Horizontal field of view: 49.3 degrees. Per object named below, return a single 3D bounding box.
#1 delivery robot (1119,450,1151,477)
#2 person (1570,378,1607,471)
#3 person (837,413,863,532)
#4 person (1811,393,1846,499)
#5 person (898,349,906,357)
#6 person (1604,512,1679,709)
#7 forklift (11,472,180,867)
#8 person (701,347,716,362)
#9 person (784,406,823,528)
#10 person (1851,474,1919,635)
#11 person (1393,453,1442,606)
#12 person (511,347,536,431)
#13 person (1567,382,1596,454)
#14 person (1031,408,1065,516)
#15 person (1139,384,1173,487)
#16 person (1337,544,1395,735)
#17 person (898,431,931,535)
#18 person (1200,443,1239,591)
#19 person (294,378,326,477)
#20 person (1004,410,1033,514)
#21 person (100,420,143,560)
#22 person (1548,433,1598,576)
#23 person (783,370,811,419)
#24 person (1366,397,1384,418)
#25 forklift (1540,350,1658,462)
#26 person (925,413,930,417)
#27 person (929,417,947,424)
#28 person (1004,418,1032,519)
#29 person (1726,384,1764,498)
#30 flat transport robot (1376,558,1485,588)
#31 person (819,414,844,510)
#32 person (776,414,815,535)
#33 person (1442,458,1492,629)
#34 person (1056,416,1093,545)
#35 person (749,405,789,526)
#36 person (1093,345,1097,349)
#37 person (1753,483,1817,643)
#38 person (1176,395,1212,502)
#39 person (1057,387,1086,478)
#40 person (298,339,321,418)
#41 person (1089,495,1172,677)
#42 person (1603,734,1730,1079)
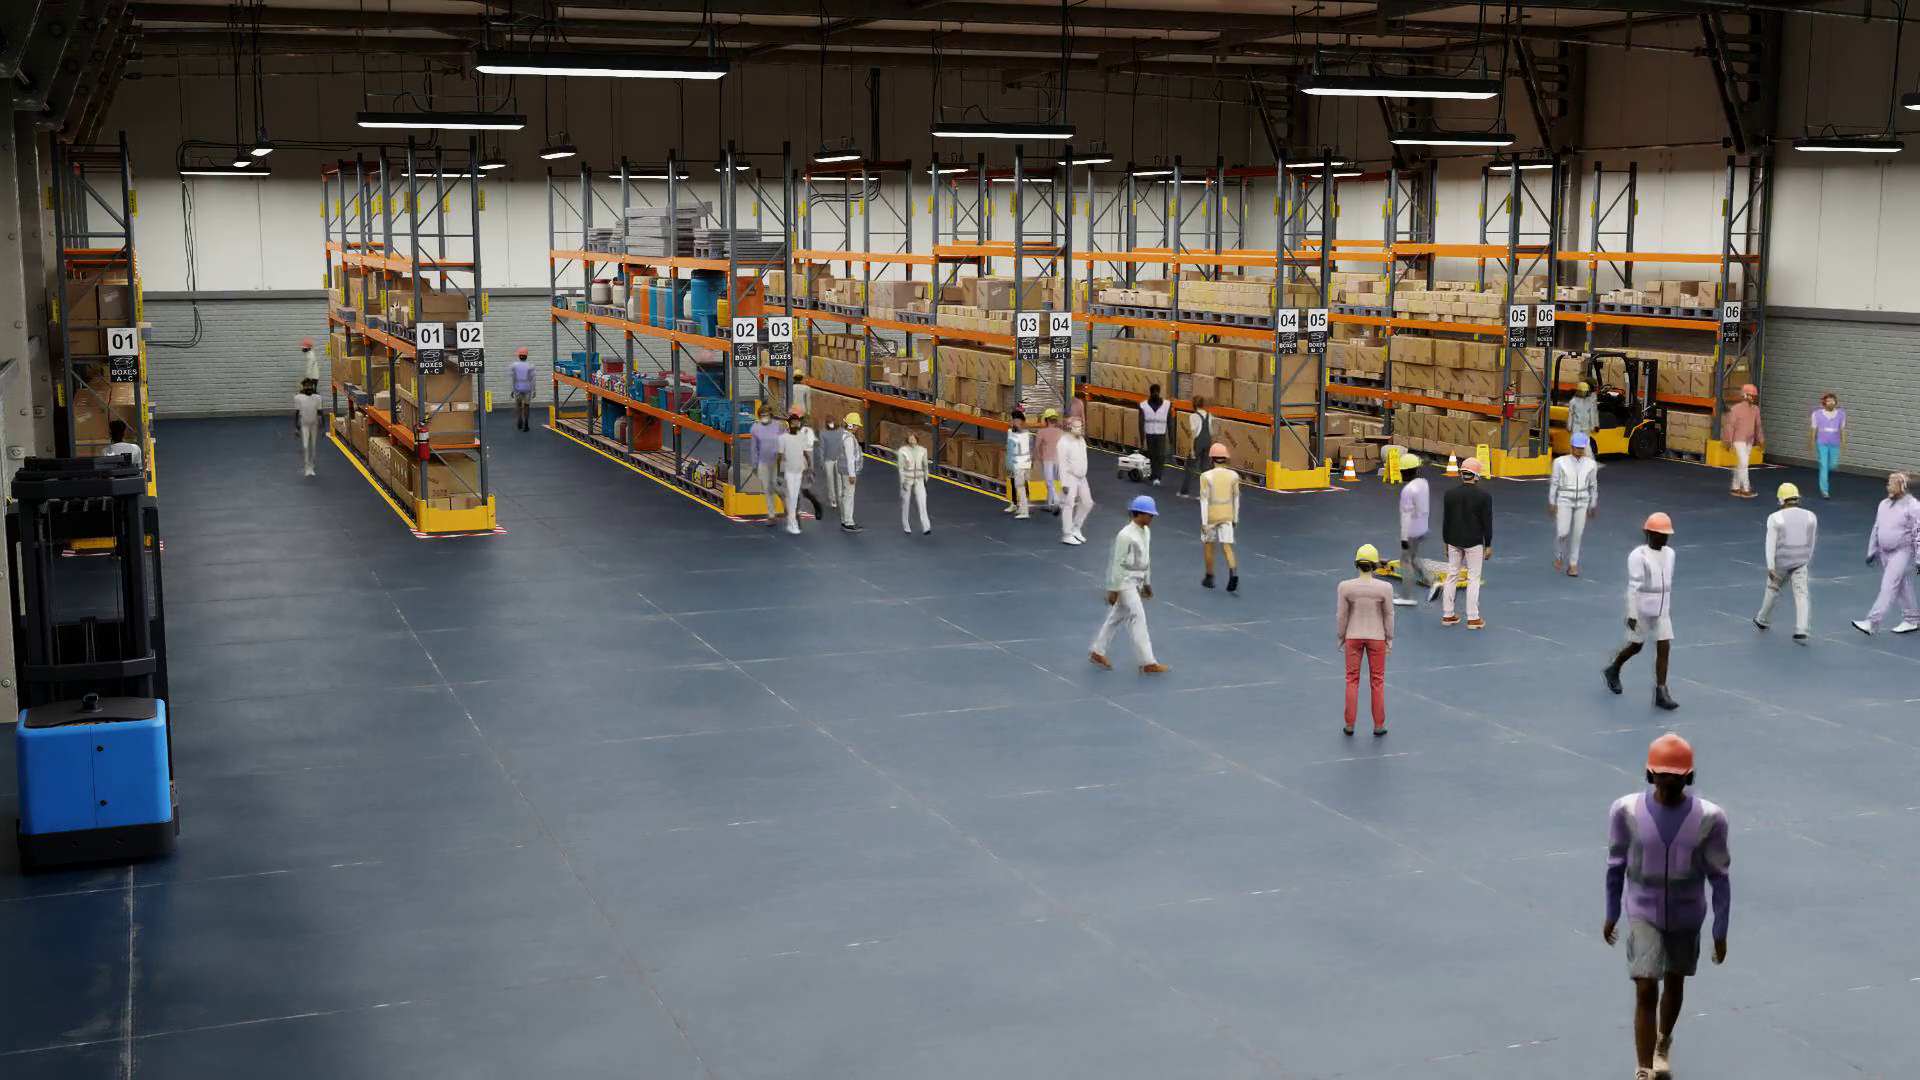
[{"bbox_3d":[3.259,-1.411,38.679,0.477,0.478,0.707,-7,11,-38],"label":"delivery robot"},{"bbox_3d":[12.009,-2.202,39.997,0.934,1.794,0.635,8,12,44],"label":"person"},{"bbox_3d":[-1.689,-1.051,32.248,0.404,1.821,0.592,-2,9,-11],"label":"person"},{"bbox_3d":[14.983,-1.646,36.193,0.580,1.824,0.630,0,9,2],"label":"person"},{"bbox_3d":[-1.360,-3.683,49.981,0.618,1.778,0.860,2,9,15],"label":"person"},{"bbox_3d":[6.740,0.654,20.604,0.560,1.914,0.884,-4,9,-22],"label":"person"},{"bbox_3d":[-6.630,0.886,15.957,1.129,2.768,1.873,-3,9,-21],"label":"forklift"},{"bbox_3d":[-6.179,-4.035,51.892,0.435,1.890,0.677,-1,9,-8],"label":"person"},{"bbox_3d":[-2.448,-1.137,32.510,0.562,1.913,0.695,4,10,26],"label":"person"},{"bbox_3d":[10.626,0.169,23.964,0.997,1.855,0.673,-2,9,-13],"label":"person"},{"bbox_3d":[5.612,-0.120,25.753,0.535,1.902,0.610,7,11,38],"label":"person"},{"bbox_3d":[-9.989,-3.458,47.971,0.561,1.916,0.522,0,9,-3],"label":"person"},{"bbox_3d":[11.815,-2.130,39.747,0.490,1.723,0.598,-2,9,-11],"label":"person"},{"bbox_3d":[1.507,-1.281,34.110,0.524,1.723,0.880,-5,10,-30],"label":"person"},{"bbox_3d":[3.519,-1.870,37.608,0.619,1.856,1.053,1,9,9],"label":"person"},{"bbox_3d":[3.735,0.917,19.303,0.522,1.769,0.317,2,9,15],"label":"person"},{"bbox_3d":[-0.692,-0.858,31.724,0.520,1.582,0.913,-3,9,-19],"label":"person"},{"bbox_3d":[3.364,-0.295,26.951,0.554,1.908,0.884,-2,9,-15],"label":"person"},{"bbox_3d":[-12.114,-2.086,39.075,0.554,1.838,0.859,-4,9,-26],"label":"person"},{"bbox_3d":[0.954,-1.261,34.056,0.322,1.696,0.536,-8,12,-43],"label":"person"},{"bbox_3d":[-11.817,-0.715,29.521,0.367,1.966,0.604,8,12,42],"label":"person"},{"bbox_3d":[8.225,-0.480,28.058,0.642,1.932,0.436,0,9,-2],"label":"person"},{"bbox_3d":[-3.379,-2.648,43.215,0.531,1.726,0.893,-3,9,-20],"label":"person"},{"bbox_3d":[9.441,-3.354,47.364,0.557,1.899,0.971,-4,9,-24],"label":"person"},{"bbox_3d":[12.897,-2.725,42.309,2.313,2.155,1.214,-3,9,-21],"label":"forklift"},{"bbox_3d":[-0.674,-3.903,51.207,0.596,1.832,1.007,-4,9,-24],"label":"person"},{"bbox_3d":[-0.522,-3.714,49.610,0.627,1.940,0.371,-4,9,-25],"label":"person"},{"bbox_3d":[0.915,-1.147,33.539,0.562,1.617,0.535,7,11,39],"label":"person"},{"bbox_3d":[13.601,-1.692,36.058,0.648,1.954,0.921,-4,9,-24],"label":"person"},{"bbox_3d":[6.210,0.425,27.685,0.652,0.197,1.431,-4,10,-26],"label":"flat transport robot"},{"bbox_3d":[-2.078,-1.294,34.652,0.511,1.572,0.868,-1,9,-6],"label":"person"},{"bbox_3d":[-2.456,-0.997,31.817,0.522,1.840,0.819,-6,10,-34],"label":"person"},{"bbox_3d":[5.948,0.025,24.545,0.612,1.985,0.418,7,11,41],"label":"person"},{"bbox_3d":[1.696,-0.870,30.780,0.448,1.894,0.671,6,11,36],"label":"person"},{"bbox_3d":[-2.954,-1.189,32.875,0.671,1.911,0.575,3,9,18],"label":"person"},{"bbox_3d":[3.153,-3.729,49.992,0.407,1.852,0.560,8,12,42],"label":"person"},{"bbox_3d":[9.405,0.237,23.792,0.608,1.778,0.945,0,9,-2],"label":"person"},{"bbox_3d":[4.014,-1.567,35.703,0.503,1.811,0.822,-5,10,-32],"label":"person"},{"bbox_3d":[1.917,-1.915,37.817,0.692,1.881,0.594,-2,9,-10],"label":"person"},{"bbox_3d":[-15.957,-3.948,51.196,0.652,1.936,0.694,-6,10,-35],"label":"person"},{"bbox_3d":[1.750,0.465,21.928,0.972,1.894,0.611,4,9,23],"label":"person"},{"bbox_3d":[3.775,2.022,11.189,0.630,1.984,1.031,3,9,17],"label":"person"}]
